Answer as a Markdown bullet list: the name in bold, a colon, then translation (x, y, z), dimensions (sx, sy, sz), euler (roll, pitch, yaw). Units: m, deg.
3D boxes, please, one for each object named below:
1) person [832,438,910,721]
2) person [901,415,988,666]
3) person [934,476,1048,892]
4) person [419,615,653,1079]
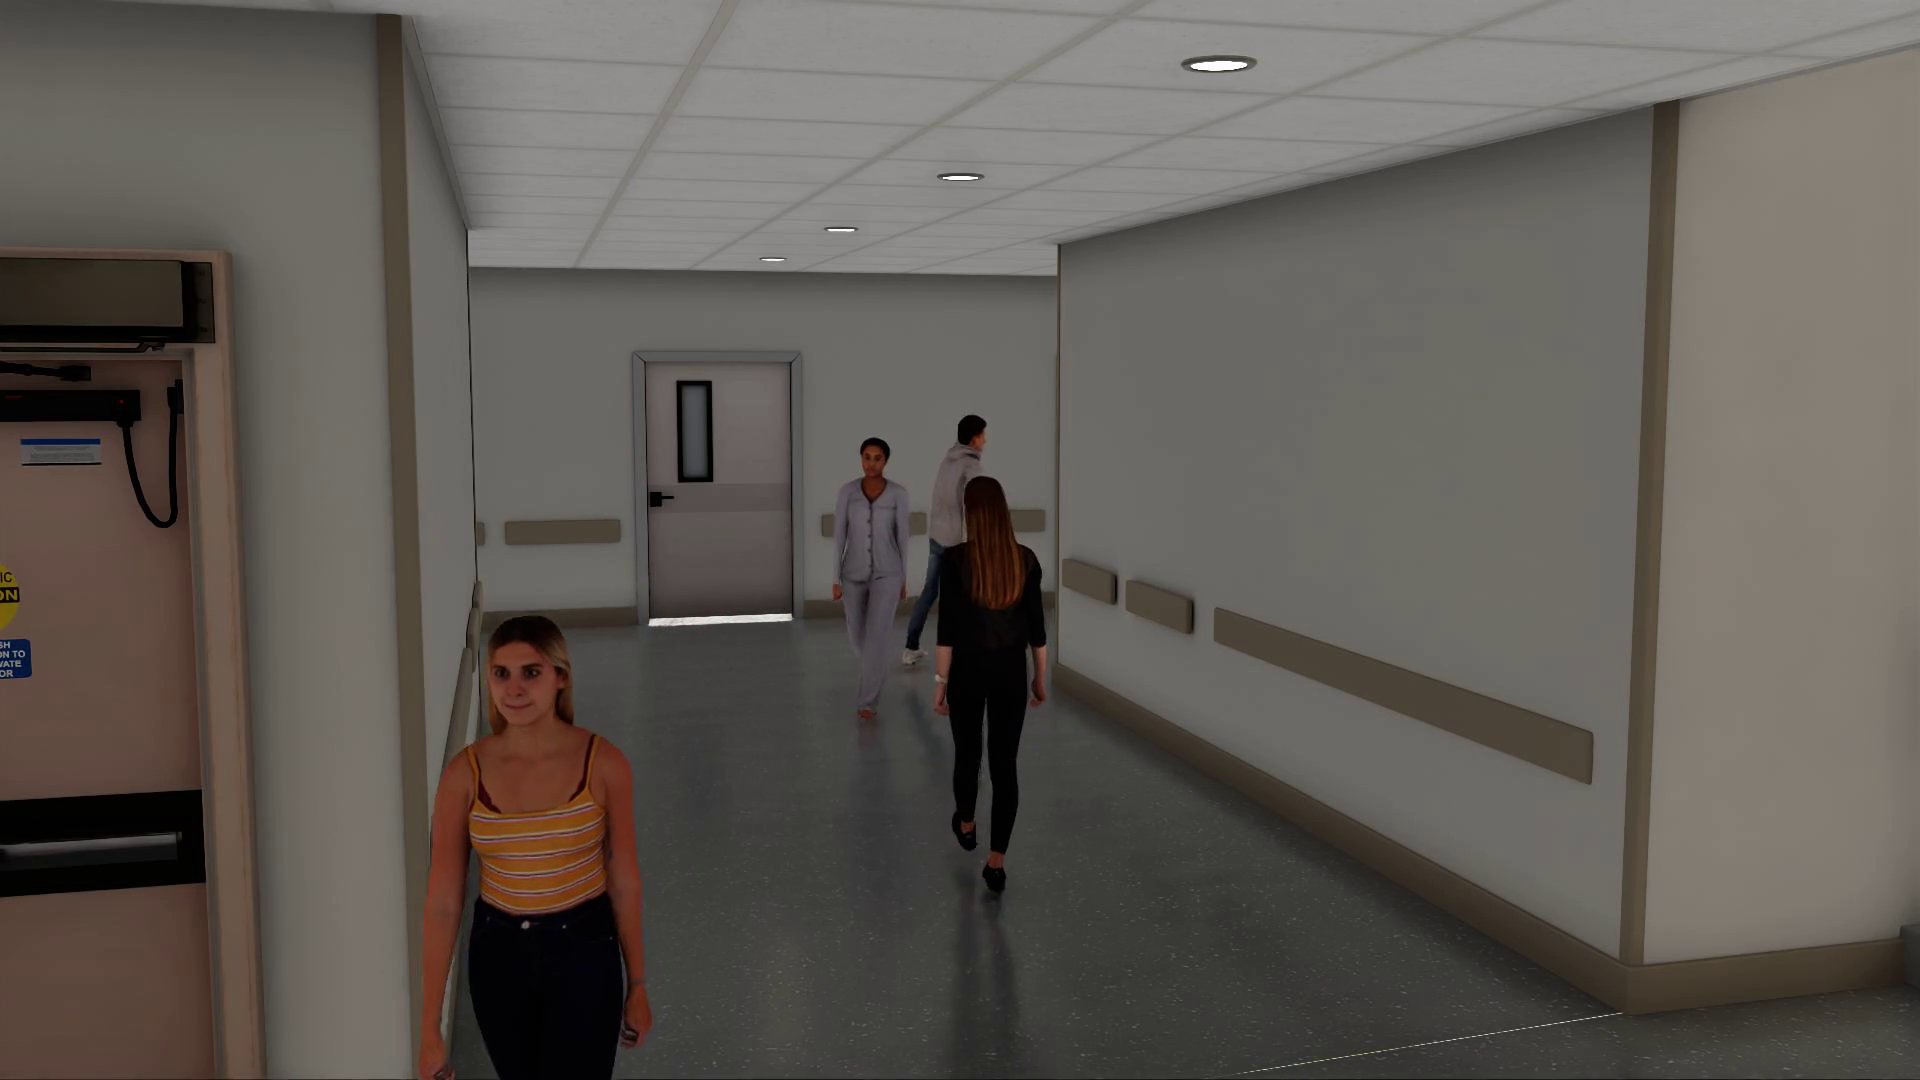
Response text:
- **person**: translation (-0.546, 0.233, 10.442), dimensions (1.167, 1.702, 0.971), euler (1, 6, 7)
- **person**: translation (-0.127, 0.032, 11.942), dimensions (1.043, 1.802, 0.860), euler (-4, 7, -37)
- **person**: translation (0.132, 0.608, 6.860), dimensions (1.026, 1.674, 0.815), euler (-1, 6, -7)
- **person**: translation (-0.903, 0.969, 3.664), dimensions (1.032, 1.595, 0.808), euler (0, 6, -4)
